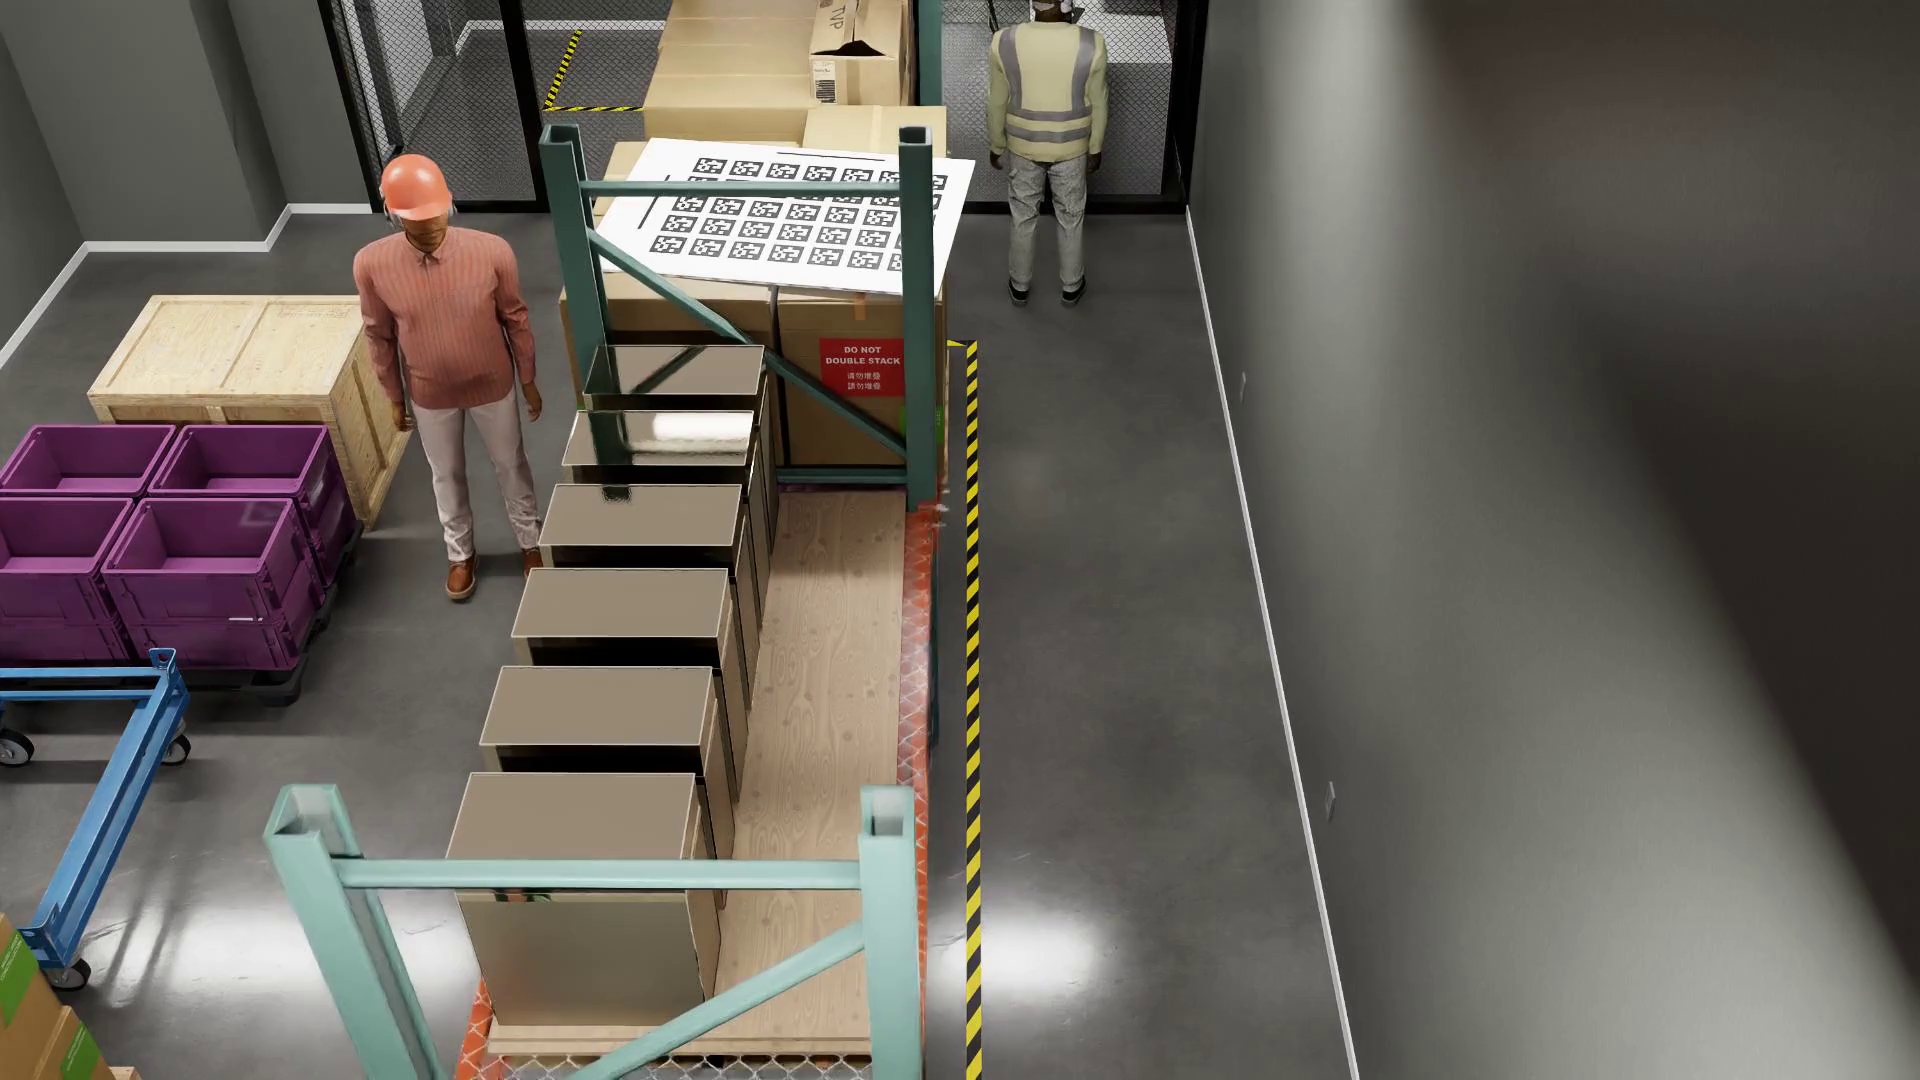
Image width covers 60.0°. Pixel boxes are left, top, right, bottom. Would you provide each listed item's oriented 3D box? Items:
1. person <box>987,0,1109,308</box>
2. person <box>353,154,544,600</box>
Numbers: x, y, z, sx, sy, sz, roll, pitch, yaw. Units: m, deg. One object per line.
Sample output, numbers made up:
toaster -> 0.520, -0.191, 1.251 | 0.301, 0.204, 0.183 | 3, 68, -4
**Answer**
person -> 0.433, -1.987, 8.243 | 0.587, 1.826, 0.404 | 4, 41, 5
person -> -1.960, -0.611, 6.541 | 0.613, 1.995, 0.386 | -8, 42, -9
